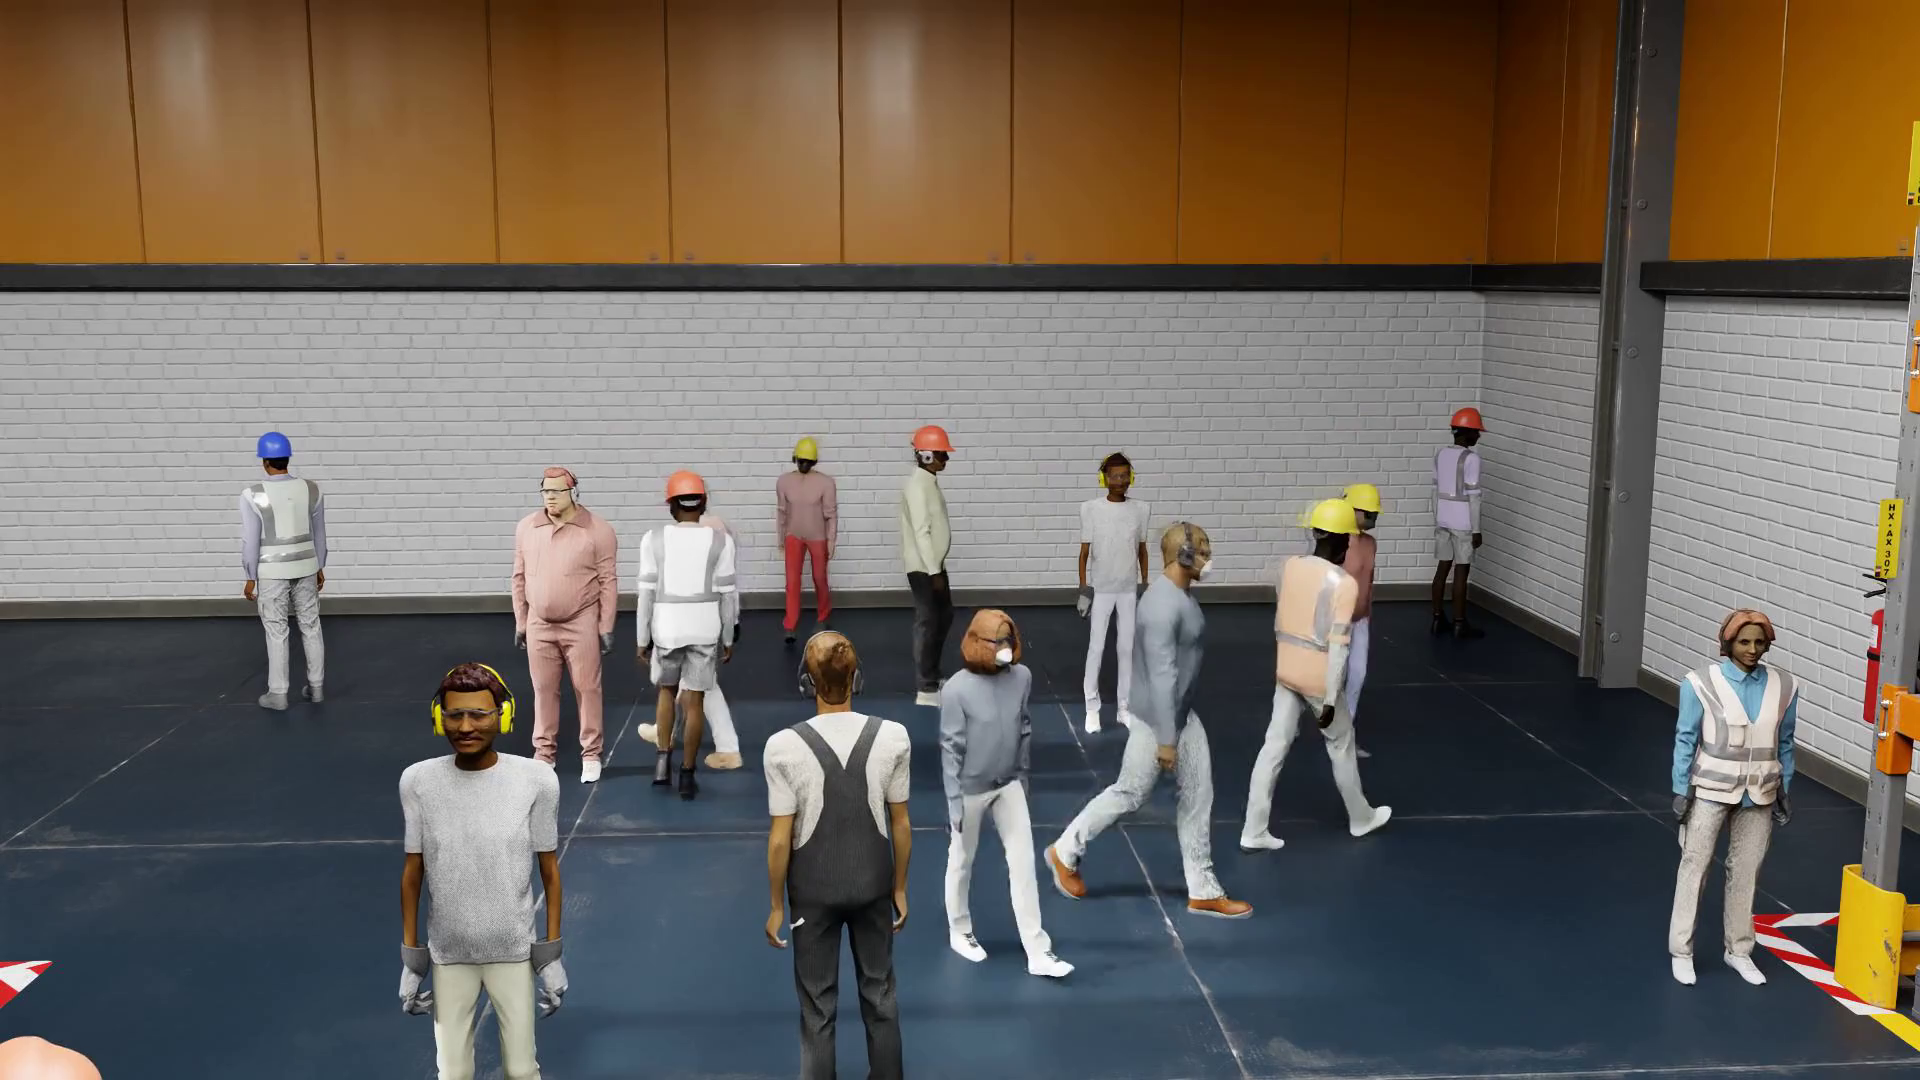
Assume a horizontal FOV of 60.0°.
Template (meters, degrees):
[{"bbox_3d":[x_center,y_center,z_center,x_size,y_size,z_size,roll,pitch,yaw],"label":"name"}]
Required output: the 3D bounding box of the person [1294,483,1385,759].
[{"bbox_3d":[2.391,0.494,10.529,0.551,1.740,0.549,-7,12,-39],"label":"person"}]

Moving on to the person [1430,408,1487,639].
[{"bbox_3d":[4.189,-0.143,13.955,0.376,1.932,0.543,-4,10,-22],"label":"person"}]

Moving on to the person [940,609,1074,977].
[{"bbox_3d":[0.181,1.099,7.155,0.530,1.600,0.780,-6,11,-34],"label":"person"}]

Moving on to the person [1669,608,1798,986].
[{"bbox_3d":[3.294,1.095,7.101,0.523,1.638,0.310,0,9,-1],"label":"person"}]

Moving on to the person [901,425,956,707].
[{"bbox_3d":[-0.214,0.184,11.719,0.414,1.991,0.637,2,9,11],"label":"person"}]

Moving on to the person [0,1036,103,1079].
[{"bbox_3d":[-1.323,1.676,2.501,0.545,1.942,0.354,-5,10,-30],"label":"person"}]

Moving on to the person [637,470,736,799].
[{"bbox_3d":[-1.589,0.548,9.714,0.574,1.894,0.508,-1,9,-6],"label":"person"}]

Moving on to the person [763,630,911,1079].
[{"bbox_3d":[-0.415,1.220,5.684,0.507,1.842,0.351,-3,9,-15],"label":"person"}]

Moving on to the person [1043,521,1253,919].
[{"bbox_3d":[0.889,0.843,7.929,0.997,1.889,0.688,3,10,18],"label":"person"}]

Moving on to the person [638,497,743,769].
[{"bbox_3d":[-1.680,0.504,10.352,0.971,1.798,0.633,5,10,30],"label":"person"}]

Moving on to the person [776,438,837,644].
[{"bbox_3d":[-1.273,-0.001,13.740,0.552,1.712,0.927,1,9,9],"label":"person"}]

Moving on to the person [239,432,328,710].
[{"bbox_3d":[-4.731,0.212,11.668,0.381,1.950,0.605,8,12,41],"label":"person"}]

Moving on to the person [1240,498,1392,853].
[{"bbox_3d":[1.875,0.712,8.787,0.984,1.871,0.595,-6,11,-35],"label":"person"}]

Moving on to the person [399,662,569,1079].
[{"bbox_3d":[-1.475,1.290,5.141,0.514,1.876,0.328,-1,9,-7],"label":"person"}]

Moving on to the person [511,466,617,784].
[{"bbox_3d":[-2.374,0.508,9.943,0.637,1.911,0.403,1,9,7],"label":"person"}]

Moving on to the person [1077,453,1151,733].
[{"bbox_3d":[1.033,0.349,11.063,0.518,1.872,0.326,-2,9,-13],"label":"person"}]
